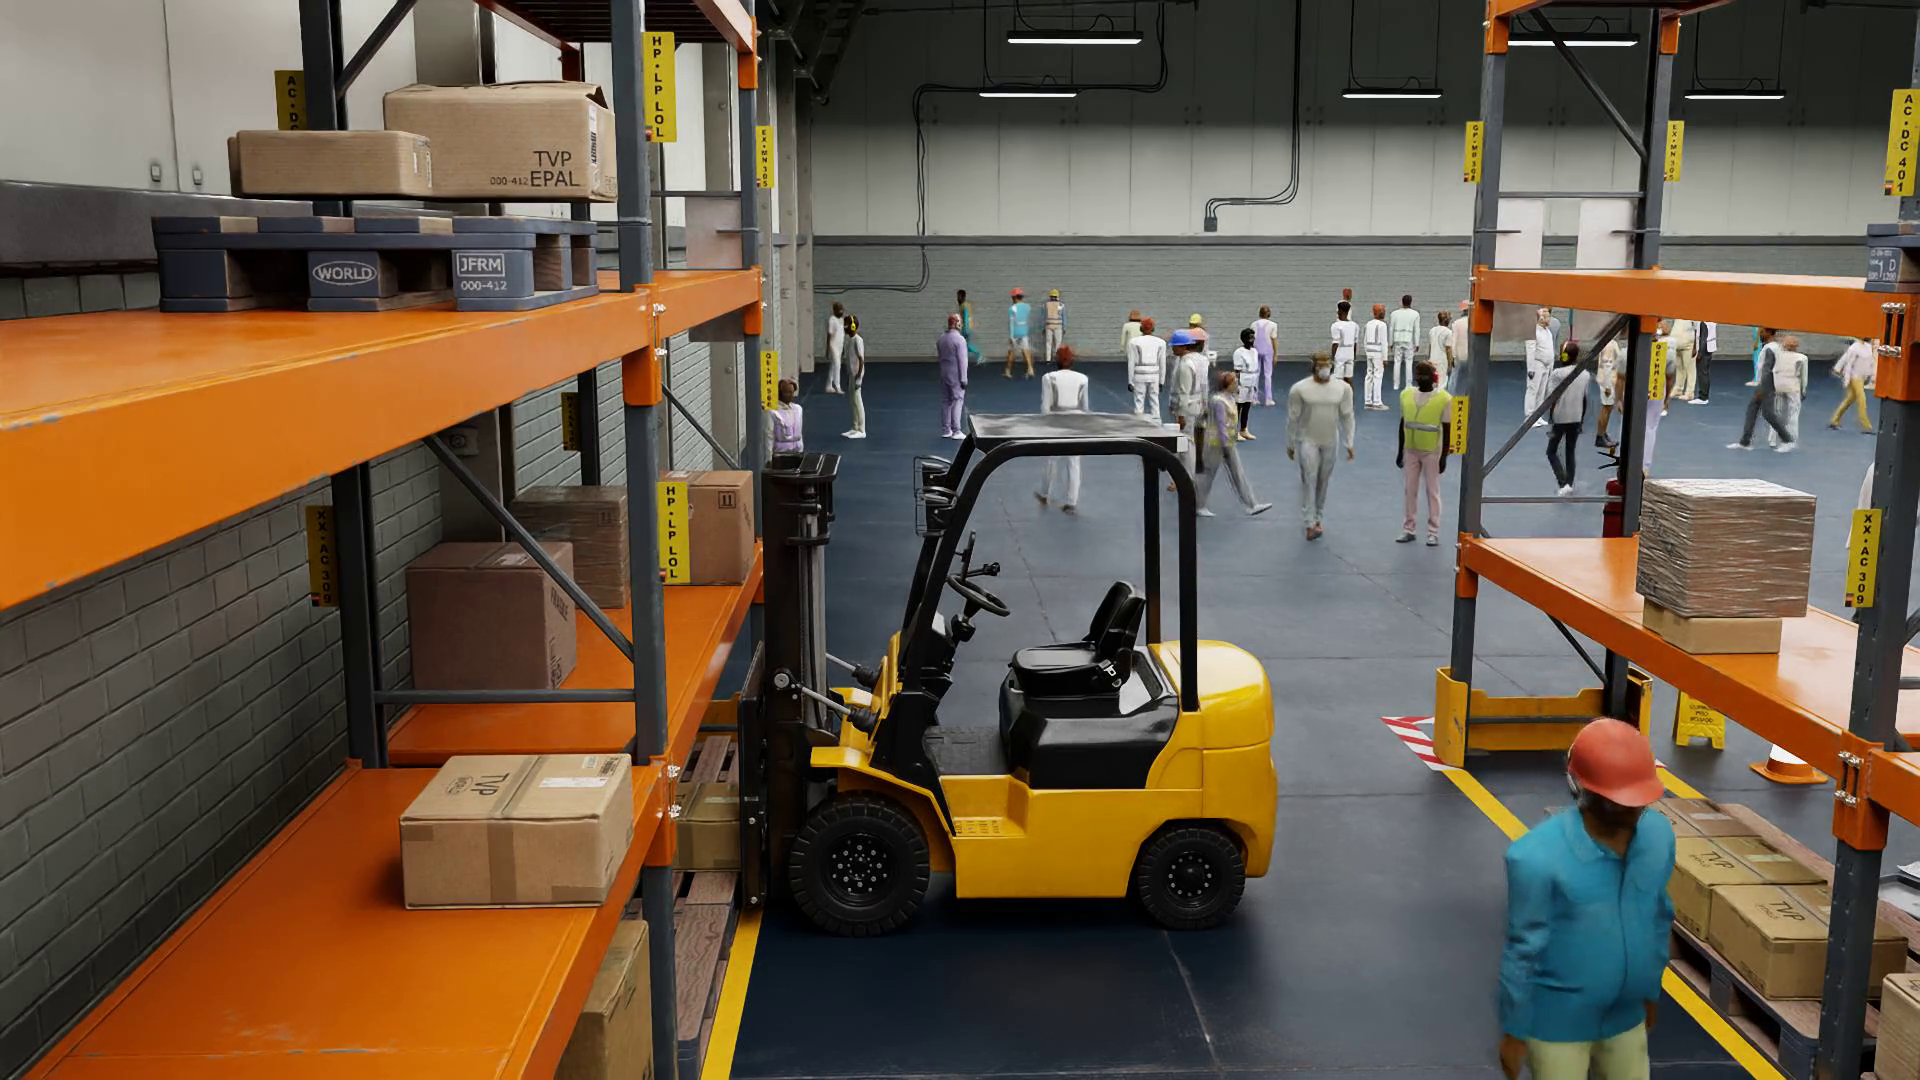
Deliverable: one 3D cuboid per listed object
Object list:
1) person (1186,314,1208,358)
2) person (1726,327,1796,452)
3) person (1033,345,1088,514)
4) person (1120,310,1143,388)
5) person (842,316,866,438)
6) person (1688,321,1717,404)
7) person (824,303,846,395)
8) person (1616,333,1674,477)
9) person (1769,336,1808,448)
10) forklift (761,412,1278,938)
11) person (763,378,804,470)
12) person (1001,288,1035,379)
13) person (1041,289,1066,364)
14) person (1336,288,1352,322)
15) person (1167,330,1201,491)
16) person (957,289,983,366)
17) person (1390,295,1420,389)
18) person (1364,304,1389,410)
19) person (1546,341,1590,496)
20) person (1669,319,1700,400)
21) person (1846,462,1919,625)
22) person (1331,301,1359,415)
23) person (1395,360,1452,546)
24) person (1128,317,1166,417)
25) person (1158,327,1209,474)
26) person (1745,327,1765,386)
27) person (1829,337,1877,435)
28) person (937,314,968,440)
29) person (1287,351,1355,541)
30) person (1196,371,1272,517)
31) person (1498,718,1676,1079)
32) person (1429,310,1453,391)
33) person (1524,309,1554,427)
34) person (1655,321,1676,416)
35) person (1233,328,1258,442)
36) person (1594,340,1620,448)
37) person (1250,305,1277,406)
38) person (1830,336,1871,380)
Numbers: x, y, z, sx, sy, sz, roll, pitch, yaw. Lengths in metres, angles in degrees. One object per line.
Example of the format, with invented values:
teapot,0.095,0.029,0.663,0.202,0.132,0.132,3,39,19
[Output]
person,4.224,-3.198,29.773,0.490,1.716,0.731,7,12,35
person,11.531,-2.197,23.743,0.881,1.887,0.603,4,11,22
person,1.118,-1.245,18.549,0.591,1.839,0.958,-3,11,-16
person,3.599,-3.932,34.219,0.509,1.594,0.841,-3,10,-14
person,-1.621,-2.486,25.389,0.315,1.869,0.526,-4,11,-19
person,13.761,-3.472,30.740,0.384,1.918,0.596,7,12,35
person,-2.478,-3.758,32.694,0.618,1.811,0.587,5,11,27
person,8.815,-1.868,21.464,0.692,2.000,0.918,4,11,21
person,12.010,-2.145,24.164,0.519,1.633,0.313,8,13,36
forklift,0.291,0.548,7.580,2.313,2.155,1.214,0,10,-2
person,-1.754,-0.798,16.633,0.310,1.636,0.523,8,13,38
person,1.295,-4.501,36.279,0.616,2.001,0.999,-6,12,-31
person,2.290,-5.191,40.557,0.602,1.830,0.404,2,10,11
person,9.198,-5.074,39.790,0.371,1.878,0.588,-3,10,-14
person,2.684,-1.549,19.987,0.418,1.939,0.610,2,10,13
person,0.146,-4.982,39.269,0.712,1.875,0.663,-1,10,-6
person,9.015,-4.007,33.733,0.597,1.914,0.372,6,12,30
person,7.429,-3.257,29.643,0.355,1.883,0.575,-4,11,-22
person,6.928,-1.344,19.040,0.536,1.855,0.393,-1,10,-8
person,13.770,-3.689,31.608,0.536,2.000,0.682,-2,10,-10
person,6.067,0.125,10.948,0.388,1.837,0.560,2,10,11
person,6.632,-3.158,28.859,0.618,1.963,0.361,-7,12,-33
person,4.596,-0.863,16.452,0.390,1.835,0.564,-10,14,-44
person,2.777,-2.372,24.749,0.579,1.877,0.363,-2,10,-11
person,2.903,-1.776,21.351,0.749,1.906,0.583,-8,13,-37
person,16.603,-4.114,34.560,0.348,1.836,0.517,6,12,31
person,14.084,-2.542,26.099,0.523,1.726,0.898,-7,12,-33
person,-0.079,-2.473,25.249,0.401,1.900,0.642,-7,12,-33
person,3.636,-0.947,16.744,0.639,1.888,0.991,0,10,0
person,2.924,-1.019,17.982,0.871,1.589,0.534,5,11,25
person,1.758,1.301,4.700,0.584,1.722,0.542,-4,11,-21
person,8.148,-2.974,28.209,0.338,1.840,0.507,-5,11,-27
person,9.411,-2.794,26.994,0.409,1.910,0.651,9,14,42
person,12.055,-2.953,28.642,0.266,1.631,0.507,-8,13,-38
person,4.294,-2.336,25.027,0.322,1.697,0.529,10,14,43
person,9.484,-2.302,24.216,0.391,1.924,0.553,5,11,26
person,5.538,-3.365,30.354,0.516,1.842,0.325,5,12,28
person,19.577,-4.458,36.318,0.992,1.903,0.641,9,13,41
